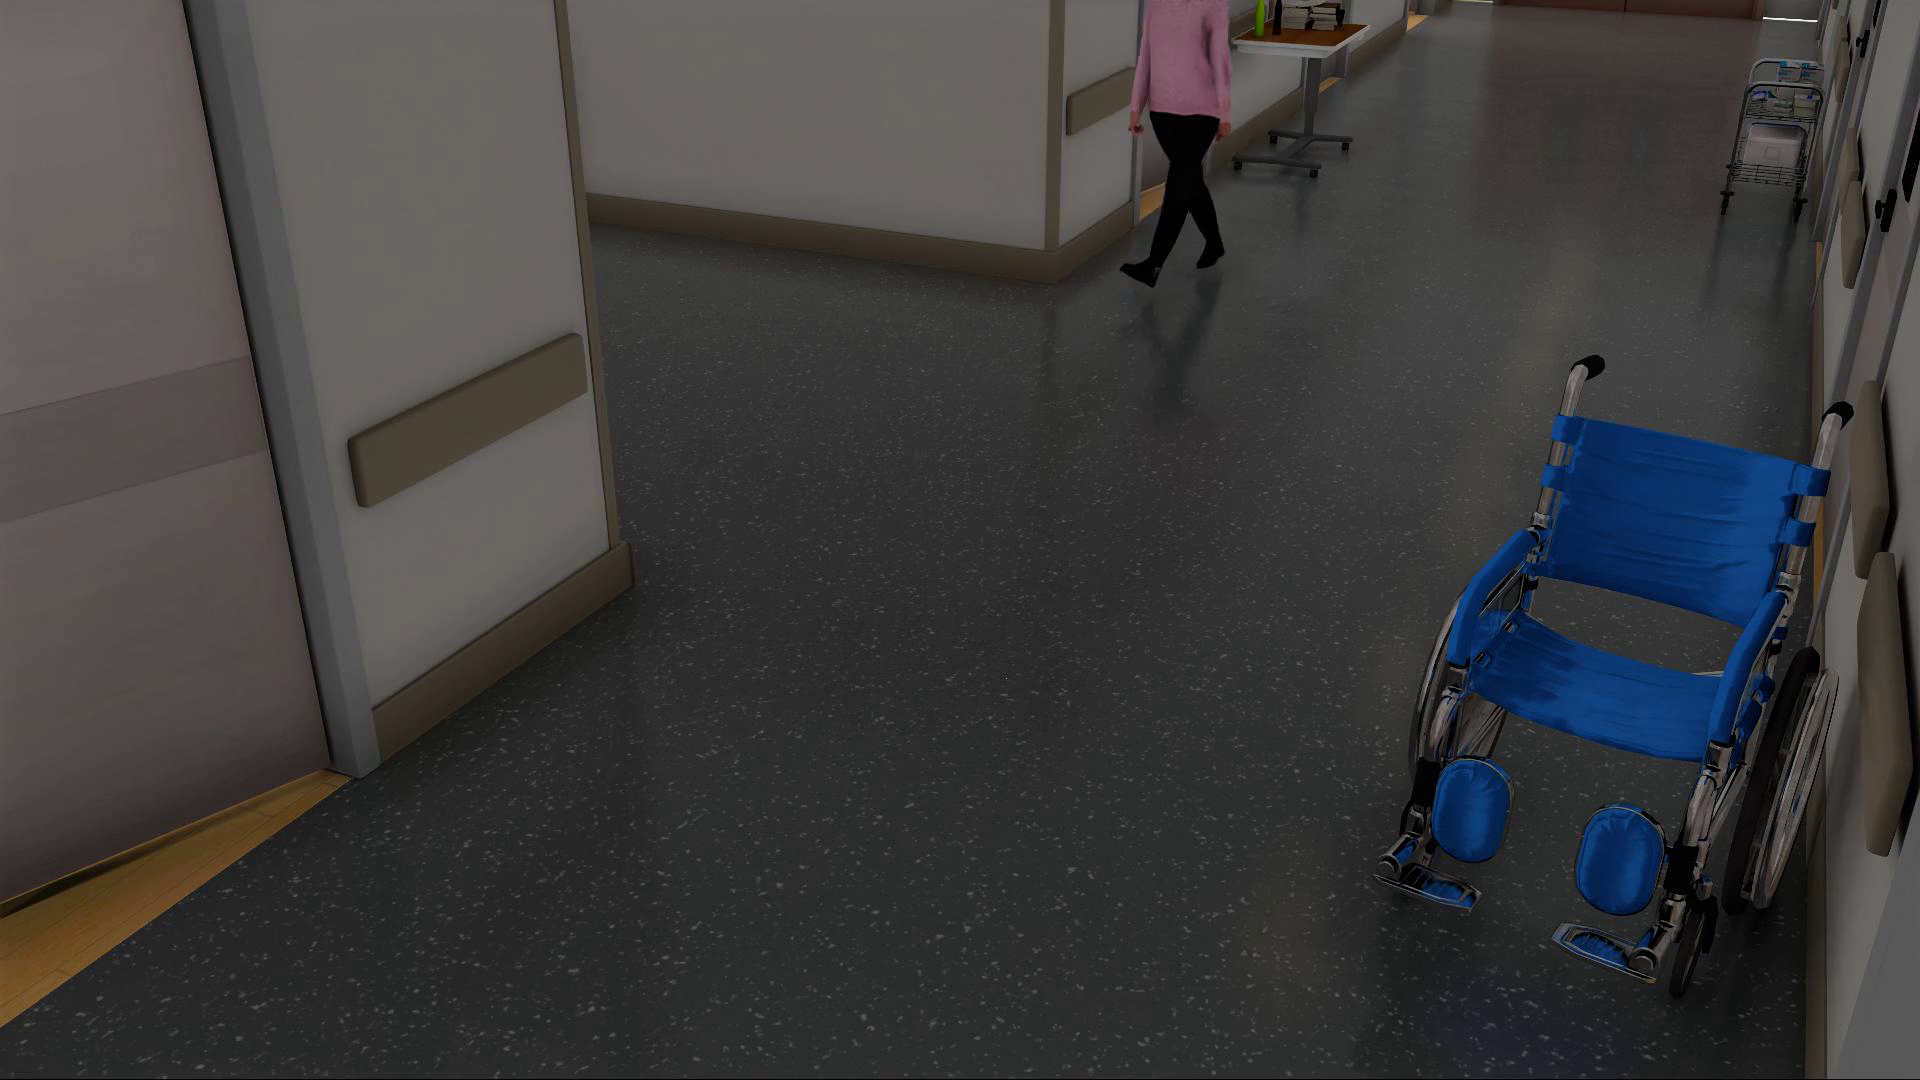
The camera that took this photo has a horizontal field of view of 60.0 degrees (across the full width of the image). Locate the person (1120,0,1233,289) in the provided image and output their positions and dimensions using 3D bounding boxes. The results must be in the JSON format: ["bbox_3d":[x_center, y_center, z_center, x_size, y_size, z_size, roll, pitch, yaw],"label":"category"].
[{"bbox_3d":[1.146,-2.079,8.130,0.811,1.634,1.173,18,31,33],"label":"person"}]
